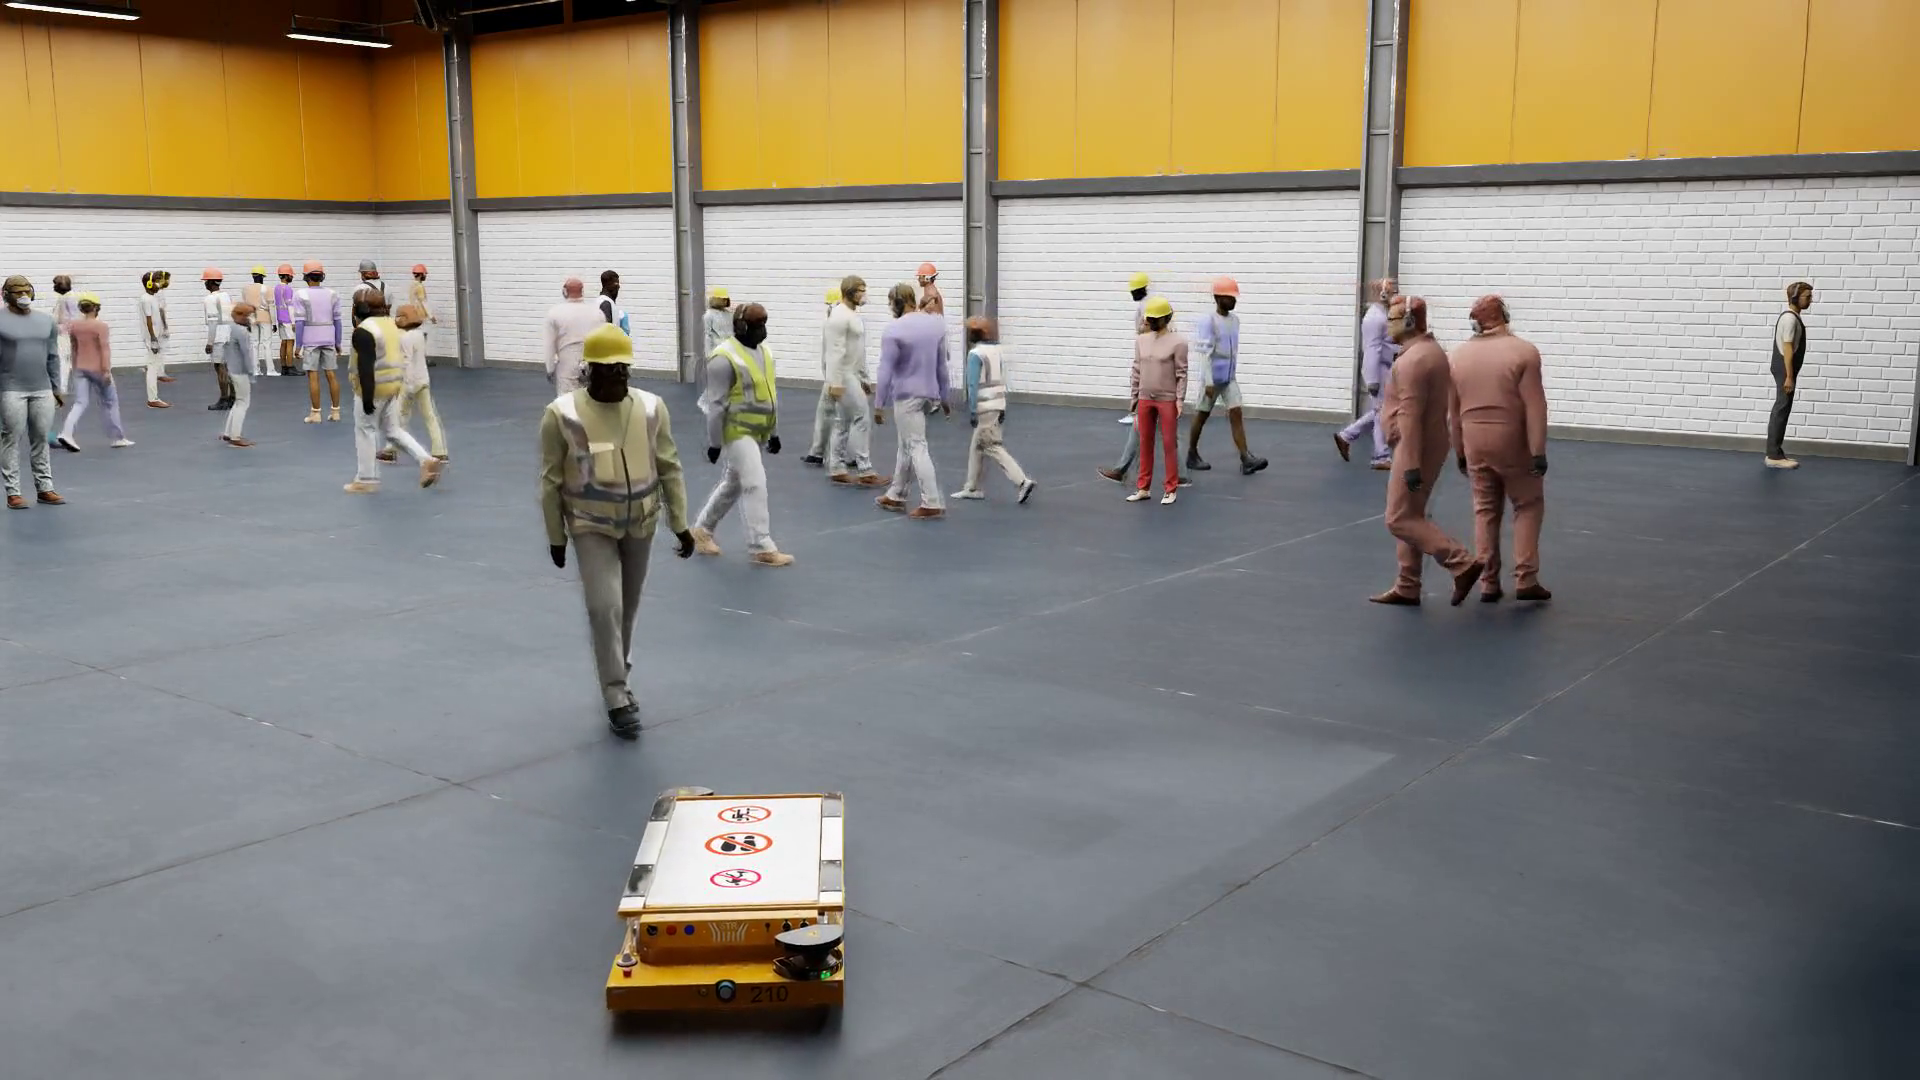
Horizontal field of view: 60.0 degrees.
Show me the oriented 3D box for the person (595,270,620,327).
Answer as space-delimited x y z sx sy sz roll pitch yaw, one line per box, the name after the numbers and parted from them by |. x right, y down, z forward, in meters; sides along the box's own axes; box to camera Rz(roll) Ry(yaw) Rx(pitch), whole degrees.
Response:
-4.308 -2.321 20.277 0.370 1.915 0.596 -3 10 -15 | person

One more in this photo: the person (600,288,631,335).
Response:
-4.544 -2.439 21.594 0.540 1.700 0.315 -2 10 -10 | person

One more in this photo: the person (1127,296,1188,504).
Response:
1.671 -1.178 14.091 0.523 1.760 0.327 7 12 35 | person

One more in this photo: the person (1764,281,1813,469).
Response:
8.209 -1.633 16.485 0.325 1.842 0.513 4 11 24 | person

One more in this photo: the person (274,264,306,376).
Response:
-11.678 -3.815 28.916 0.545 1.938 0.361 9 13 43 | person

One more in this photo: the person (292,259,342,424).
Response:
-8.027 -2.469 20.767 0.376 2.042 0.615 9 13 42 | person

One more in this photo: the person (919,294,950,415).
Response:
-0.390 -2.426 21.845 0.505 1.592 0.843 -6 11 -32 | person

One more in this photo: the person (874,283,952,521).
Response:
-0.444 -1.119 13.404 0.975 1.869 0.676 8 13 40 | person

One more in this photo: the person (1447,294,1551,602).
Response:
3.287 -0.555 10.156 0.416 1.862 0.725 -9 13 -43 | person

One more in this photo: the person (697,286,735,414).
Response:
-3.162 -2.469 21.744 0.853 1.708 0.499 7 12 34 | person

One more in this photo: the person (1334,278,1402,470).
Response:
4.060 -1.623 16.327 0.666 1.890 0.650 4 11 24 | person

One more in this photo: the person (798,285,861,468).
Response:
-1.253 -1.599 16.406 0.826 1.796 0.631 6 11 31 | person

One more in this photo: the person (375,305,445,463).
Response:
-5.599 -1.560 16.762 0.820 1.591 0.520 1 10 4 | person

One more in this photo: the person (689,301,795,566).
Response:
-1.553 -0.735 11.416 0.893 1.805 0.623 4 11 23 | person

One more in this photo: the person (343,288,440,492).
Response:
-5.082 -1.316 14.714 0.778 1.824 0.640 1 10 7 | person

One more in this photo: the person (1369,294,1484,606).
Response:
2.770 -0.502 9.803 0.603 1.885 0.652 5 11 26 | person

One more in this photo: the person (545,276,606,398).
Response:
-4.032 -1.836 17.546 0.652 1.886 0.730 -5 11 -28 | person

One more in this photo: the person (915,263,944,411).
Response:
-0.420 -2.738 22.479 0.396 1.992 0.623 0 10 -2 | person

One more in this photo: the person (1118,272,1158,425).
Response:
2.299 -2.386 20.749 0.675 1.885 0.816 2 10 14 | person

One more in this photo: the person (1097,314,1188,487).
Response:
1.705 -1.275 15.147 0.872 1.587 0.509 5 11 26 | person

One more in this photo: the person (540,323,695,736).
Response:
-1.499 -0.053 7.413 0.609 1.800 0.822 -7 12 -34 | person

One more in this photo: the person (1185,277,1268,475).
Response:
2.537 -1.570 15.987 0.566 1.883 1.011 -7 12 -37 | person

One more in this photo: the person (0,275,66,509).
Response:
-7.802 -1.236 13.898 0.379 1.940 0.629 7 12 34 | person

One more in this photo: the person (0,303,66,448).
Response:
-10.233 -1.866 17.949 0.923 1.811 0.568 1 10 3 | person

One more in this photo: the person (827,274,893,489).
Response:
-0.872 -1.421 15.005 0.721 1.921 0.661 1 10 7 | person

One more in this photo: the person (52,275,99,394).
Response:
-13.436 -3.116 25.227 0.866 1.816 0.635 -7 12 -36 | person

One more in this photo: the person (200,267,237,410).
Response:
-10.084 -2.731 22.602 0.362 1.939 0.543 1 10 5 | person

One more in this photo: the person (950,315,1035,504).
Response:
0.293 -1.104 14.122 0.777 1.601 0.555 4 11 23 | person

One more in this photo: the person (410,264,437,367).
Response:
-10.088 -4.210 31.245 0.418 1.932 0.564 -6 11 -30 | person

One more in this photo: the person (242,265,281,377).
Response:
-12.093 -3.782 28.770 0.585 1.922 0.372 1 10 8 | person

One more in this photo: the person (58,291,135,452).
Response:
-9.407 -1.819 17.936 0.535 1.727 0.870 3 10 15 | person

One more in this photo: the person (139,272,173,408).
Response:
-11.111 -2.750 22.934 0.328 1.865 0.521 -5 11 -26 | person

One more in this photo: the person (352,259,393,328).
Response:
-9.020 -3.261 25.391 0.537 2.000 0.682 4 11 24 | person

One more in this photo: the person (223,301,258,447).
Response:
-7.877 -1.818 18.259 0.383 1.595 0.574 -7 12 -35 | person

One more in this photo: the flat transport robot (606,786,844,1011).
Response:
-0.694 1.080 5.263 0.652 0.197 1.431 -1 10 -4 | flat transport robot

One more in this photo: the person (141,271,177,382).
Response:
-13.245 -3.528 27.508 0.460 1.845 0.565 -6 12 -33 | person
